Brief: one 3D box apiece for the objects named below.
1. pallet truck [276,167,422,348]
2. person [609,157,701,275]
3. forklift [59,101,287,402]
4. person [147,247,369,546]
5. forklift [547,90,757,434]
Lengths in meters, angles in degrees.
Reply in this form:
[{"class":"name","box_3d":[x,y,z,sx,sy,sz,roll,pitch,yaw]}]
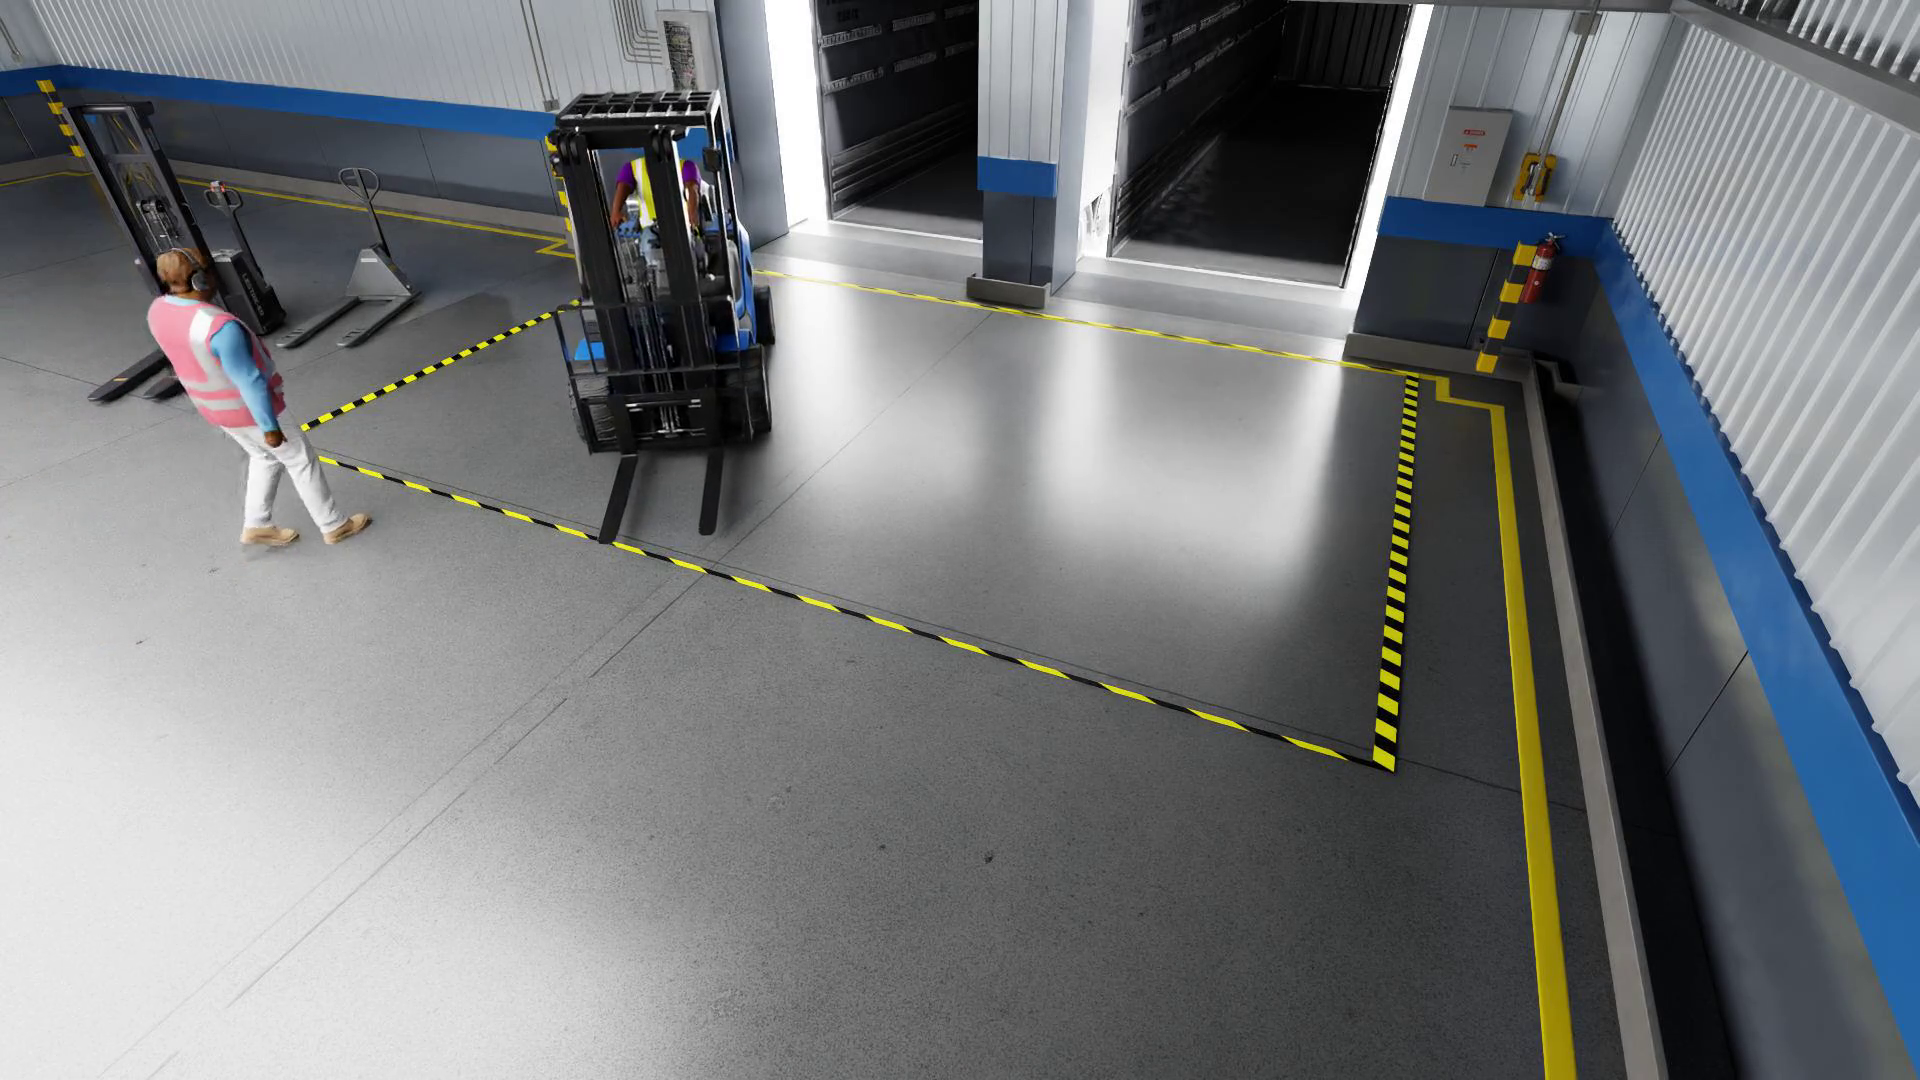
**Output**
[{"class":"pallet truck","box_3d":[-5.732,-2.611,8.414,0.680,1.201,1.601,-1,35,-1]},{"class":"person","box_3d":[-2.199,-2.311,6.689,0.635,1.294,1.004,-5,35,-7]},{"class":"forklift","box_3d":[-6.686,-2.387,7.434,0.823,1.965,1.885,-3,35,-5]},{"class":"person","box_3d":[-4.100,-0.744,5.241,0.633,1.812,0.588,13,37,18]},{"class":"forklift","box_3d":[-2.201,-2.192,6.845,1.157,2.036,2.680,-5,35,-7]}]
